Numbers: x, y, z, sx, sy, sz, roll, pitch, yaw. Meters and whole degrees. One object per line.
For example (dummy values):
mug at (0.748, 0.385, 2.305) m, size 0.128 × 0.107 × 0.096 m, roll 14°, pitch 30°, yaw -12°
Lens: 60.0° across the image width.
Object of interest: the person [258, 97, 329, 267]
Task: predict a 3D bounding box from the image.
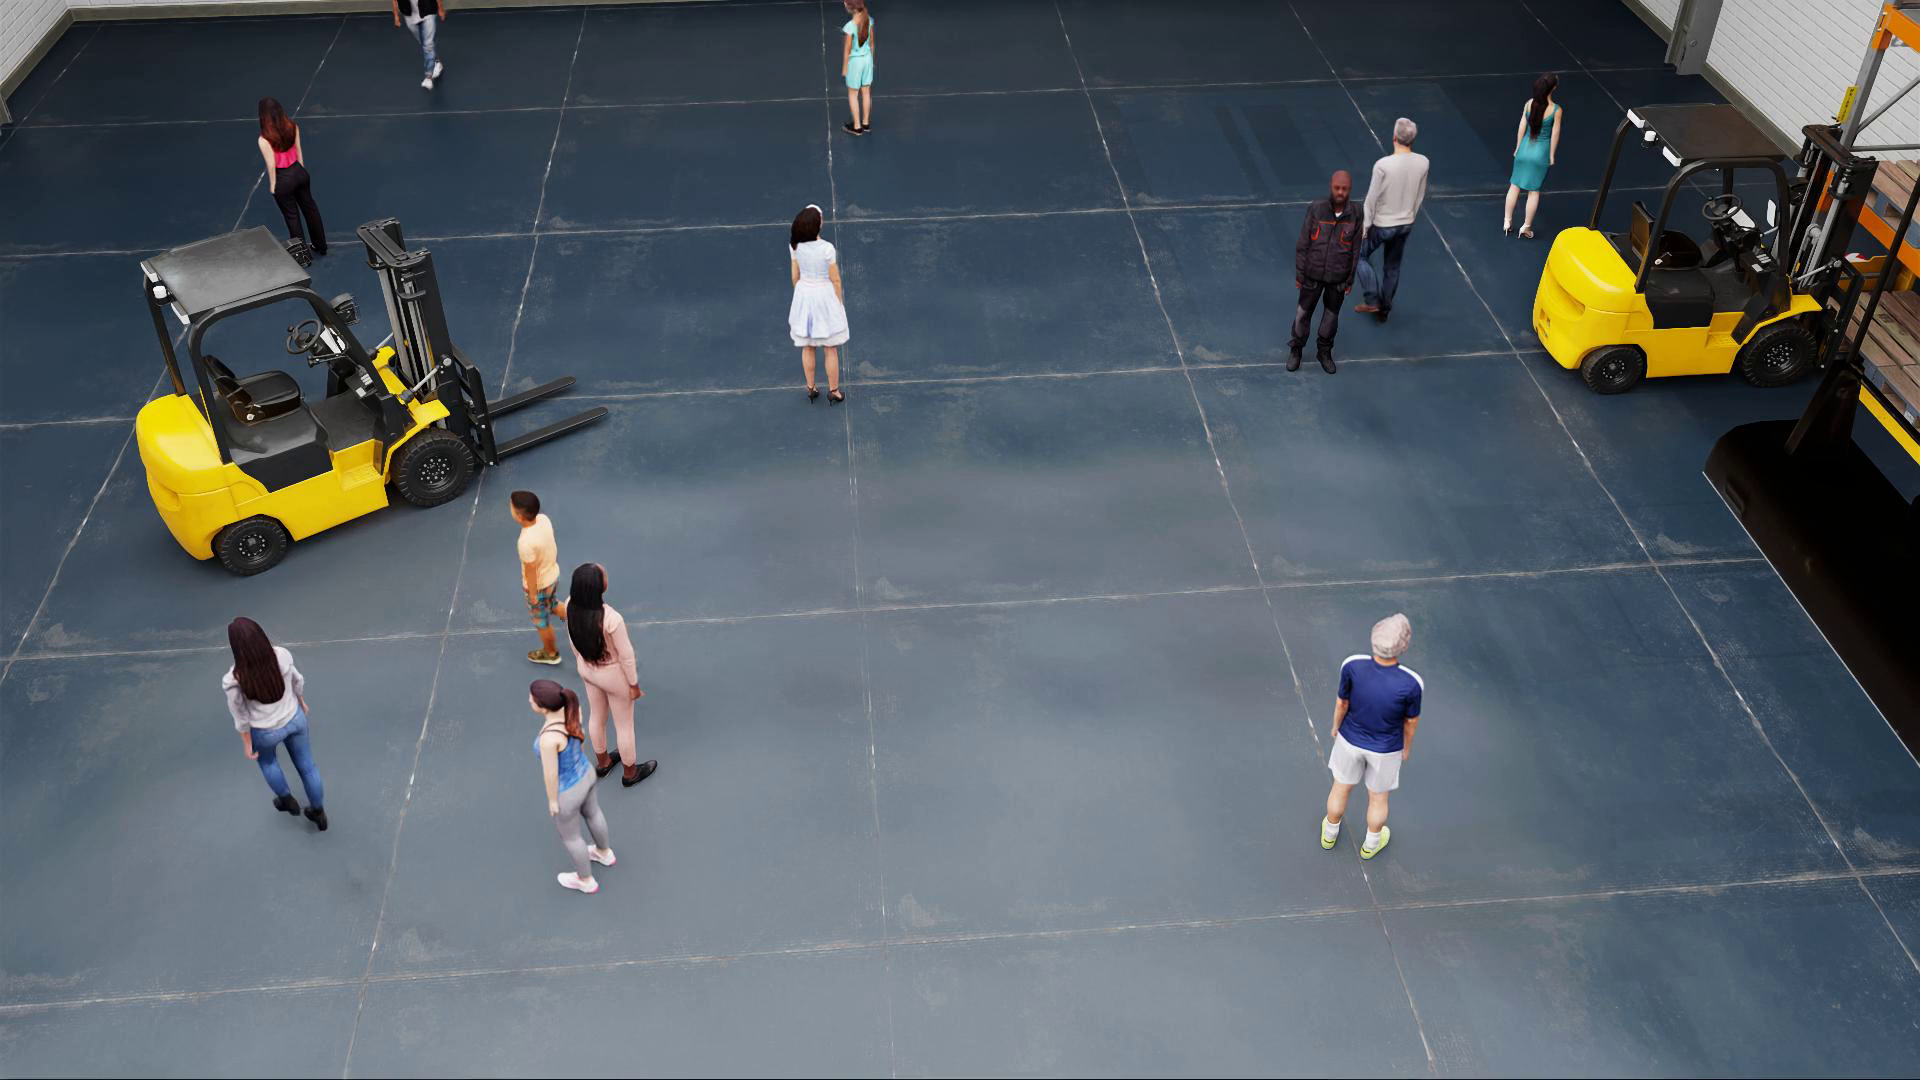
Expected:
person at (-6.318, -3.388, 15.670) m, size 0.718 × 1.660 × 0.617 m, roll 18°, pitch 42°, yaw 21°

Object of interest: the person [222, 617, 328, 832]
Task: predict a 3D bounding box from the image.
person at (-4.058, 1.162, 10.010) m, size 0.848 × 1.614 × 0.792 m, roll 30°, pitch 47°, yaw 32°

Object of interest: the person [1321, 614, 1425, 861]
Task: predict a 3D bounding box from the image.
person at (2.428, 1.168, 9.822) m, size 0.718 × 1.839 × 0.717 m, roll 15°, pitch 41°, yaw 18°

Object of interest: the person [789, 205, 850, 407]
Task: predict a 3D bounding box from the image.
person at (-1.172, -1.918, 13.703) m, size 0.814 × 1.819 × 0.851 m, roll 11°, pitch 40°, yaw 14°

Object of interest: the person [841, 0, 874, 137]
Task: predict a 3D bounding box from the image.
person at (-1.101, -5.162, 17.978) m, size 0.644 × 1.552 × 0.677 m, roll -19°, pitch 42°, yaw -22°

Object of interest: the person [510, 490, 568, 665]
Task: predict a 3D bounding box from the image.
person at (-2.764, 0.281, 11.247) m, size 0.700 × 1.446 × 0.754 m, roll 7°, pitch 39°, yaw 9°

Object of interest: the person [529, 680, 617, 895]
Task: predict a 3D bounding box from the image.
person at (-2.270, 1.415, 9.700) m, size 0.698 × 1.606 × 0.587 m, roll 12°, pitch 40°, yaw 15°

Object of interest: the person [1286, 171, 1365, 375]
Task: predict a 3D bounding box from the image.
person at (3.122, -2.309, 14.188) m, size 0.737 × 1.825 × 0.666 m, roll 3°, pitch 39°, yaw 4°

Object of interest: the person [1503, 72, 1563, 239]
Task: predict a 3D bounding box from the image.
person at (5.531, -3.709, 16.053) m, size 0.620 × 1.685 × 0.677 m, roll 27°, pitch 46°, yaw 30°

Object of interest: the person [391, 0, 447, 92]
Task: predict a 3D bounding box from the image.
person at (-6.145, -6.080, 18.951) m, size 0.791 × 1.774 × 1.171 m, roll 1°, pitch 39°, yaw 2°

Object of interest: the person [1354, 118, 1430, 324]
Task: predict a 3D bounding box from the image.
person at (3.833, -2.752, 14.687) m, size 0.811 × 1.894 × 0.736 m, roll -11°, pitch 40°, yaw -13°

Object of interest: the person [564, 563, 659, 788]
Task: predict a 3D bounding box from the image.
person at (-2.201, 0.837, 10.332) m, size 0.693 × 1.720 × 0.722 m, roll 21°, pitch 43°, yaw 24°
